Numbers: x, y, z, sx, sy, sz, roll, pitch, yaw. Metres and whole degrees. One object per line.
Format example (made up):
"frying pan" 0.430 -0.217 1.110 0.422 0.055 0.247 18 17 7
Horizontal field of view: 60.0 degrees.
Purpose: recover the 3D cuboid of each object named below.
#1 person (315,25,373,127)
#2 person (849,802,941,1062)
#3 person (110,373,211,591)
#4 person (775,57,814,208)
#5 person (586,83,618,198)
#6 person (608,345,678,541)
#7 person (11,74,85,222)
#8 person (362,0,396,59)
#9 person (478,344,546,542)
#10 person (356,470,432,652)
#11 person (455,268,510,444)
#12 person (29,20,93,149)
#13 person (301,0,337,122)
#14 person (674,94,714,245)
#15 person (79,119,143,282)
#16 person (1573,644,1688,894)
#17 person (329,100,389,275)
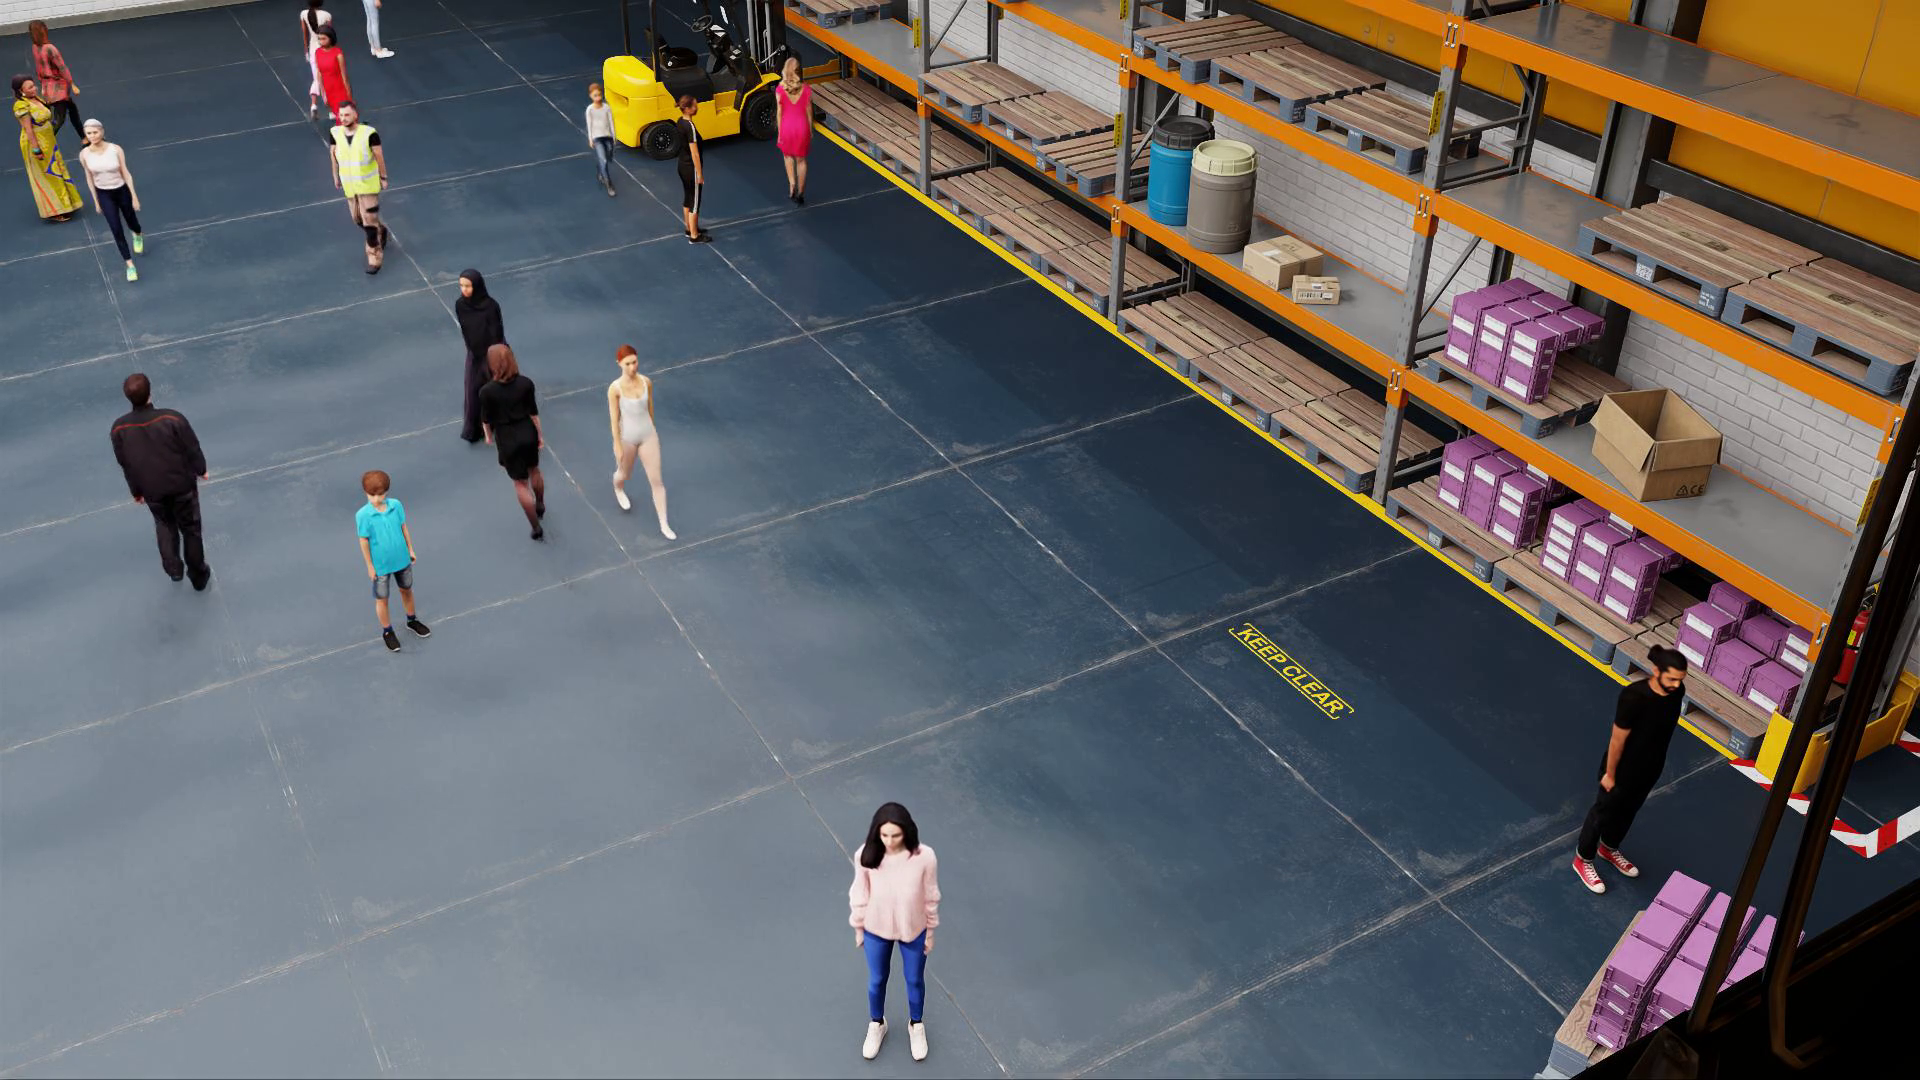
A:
"person" -7.536 -5.435 20.312 0.998 1.717 1.028 10 35 15
"person" -0.345 2.089 8.945 0.723 1.770 0.731 1 34 2
"person" -6.018 -0.378 12.607 0.799 1.825 0.749 -7 34 -10
"person" -1.898 -4.670 19.164 0.686 1.713 0.721 -5 34 -8
"person" -4.246 -4.753 19.661 0.474 1.302 0.818 -17 37 -23
"person" -2.679 -0.837 13.497 0.566 1.603 1.068 -19 38 -26
"person" -10.468 -4.487 18.937 1.042 1.660 0.908 -3 34 -5
"person" -8.495 -7.822 23.915 0.696 1.704 0.474 -22 39 -29
"person" -3.525 -0.745 13.287 0.600 1.683 0.750 -20 38 -27
"person" -4.200 0.117 12.202 0.565 1.448 0.551 -27 42 -35
"person" -4.162 -1.712 14.810 0.956 1.608 1.041 5 34 8
"person" -11.162 -5.488 20.440 1.120 1.664 0.994 20 38 27
"person" -8.262 -6.234 21.513 0.922 1.718 1.036 2 34 2
"person" -2.981 -4.101 18.350 0.654 1.668 0.473 -15 36 -21
"person" -8.976 -3.663 17.681 0.714 1.678 1.112 -12 35 -17
"person" 4.071 1.348 10.073 0.621 1.754 0.544 -16 37 -22
"person" -6.395 -3.828 17.799 1.092 1.822 1.233 3 34 4
